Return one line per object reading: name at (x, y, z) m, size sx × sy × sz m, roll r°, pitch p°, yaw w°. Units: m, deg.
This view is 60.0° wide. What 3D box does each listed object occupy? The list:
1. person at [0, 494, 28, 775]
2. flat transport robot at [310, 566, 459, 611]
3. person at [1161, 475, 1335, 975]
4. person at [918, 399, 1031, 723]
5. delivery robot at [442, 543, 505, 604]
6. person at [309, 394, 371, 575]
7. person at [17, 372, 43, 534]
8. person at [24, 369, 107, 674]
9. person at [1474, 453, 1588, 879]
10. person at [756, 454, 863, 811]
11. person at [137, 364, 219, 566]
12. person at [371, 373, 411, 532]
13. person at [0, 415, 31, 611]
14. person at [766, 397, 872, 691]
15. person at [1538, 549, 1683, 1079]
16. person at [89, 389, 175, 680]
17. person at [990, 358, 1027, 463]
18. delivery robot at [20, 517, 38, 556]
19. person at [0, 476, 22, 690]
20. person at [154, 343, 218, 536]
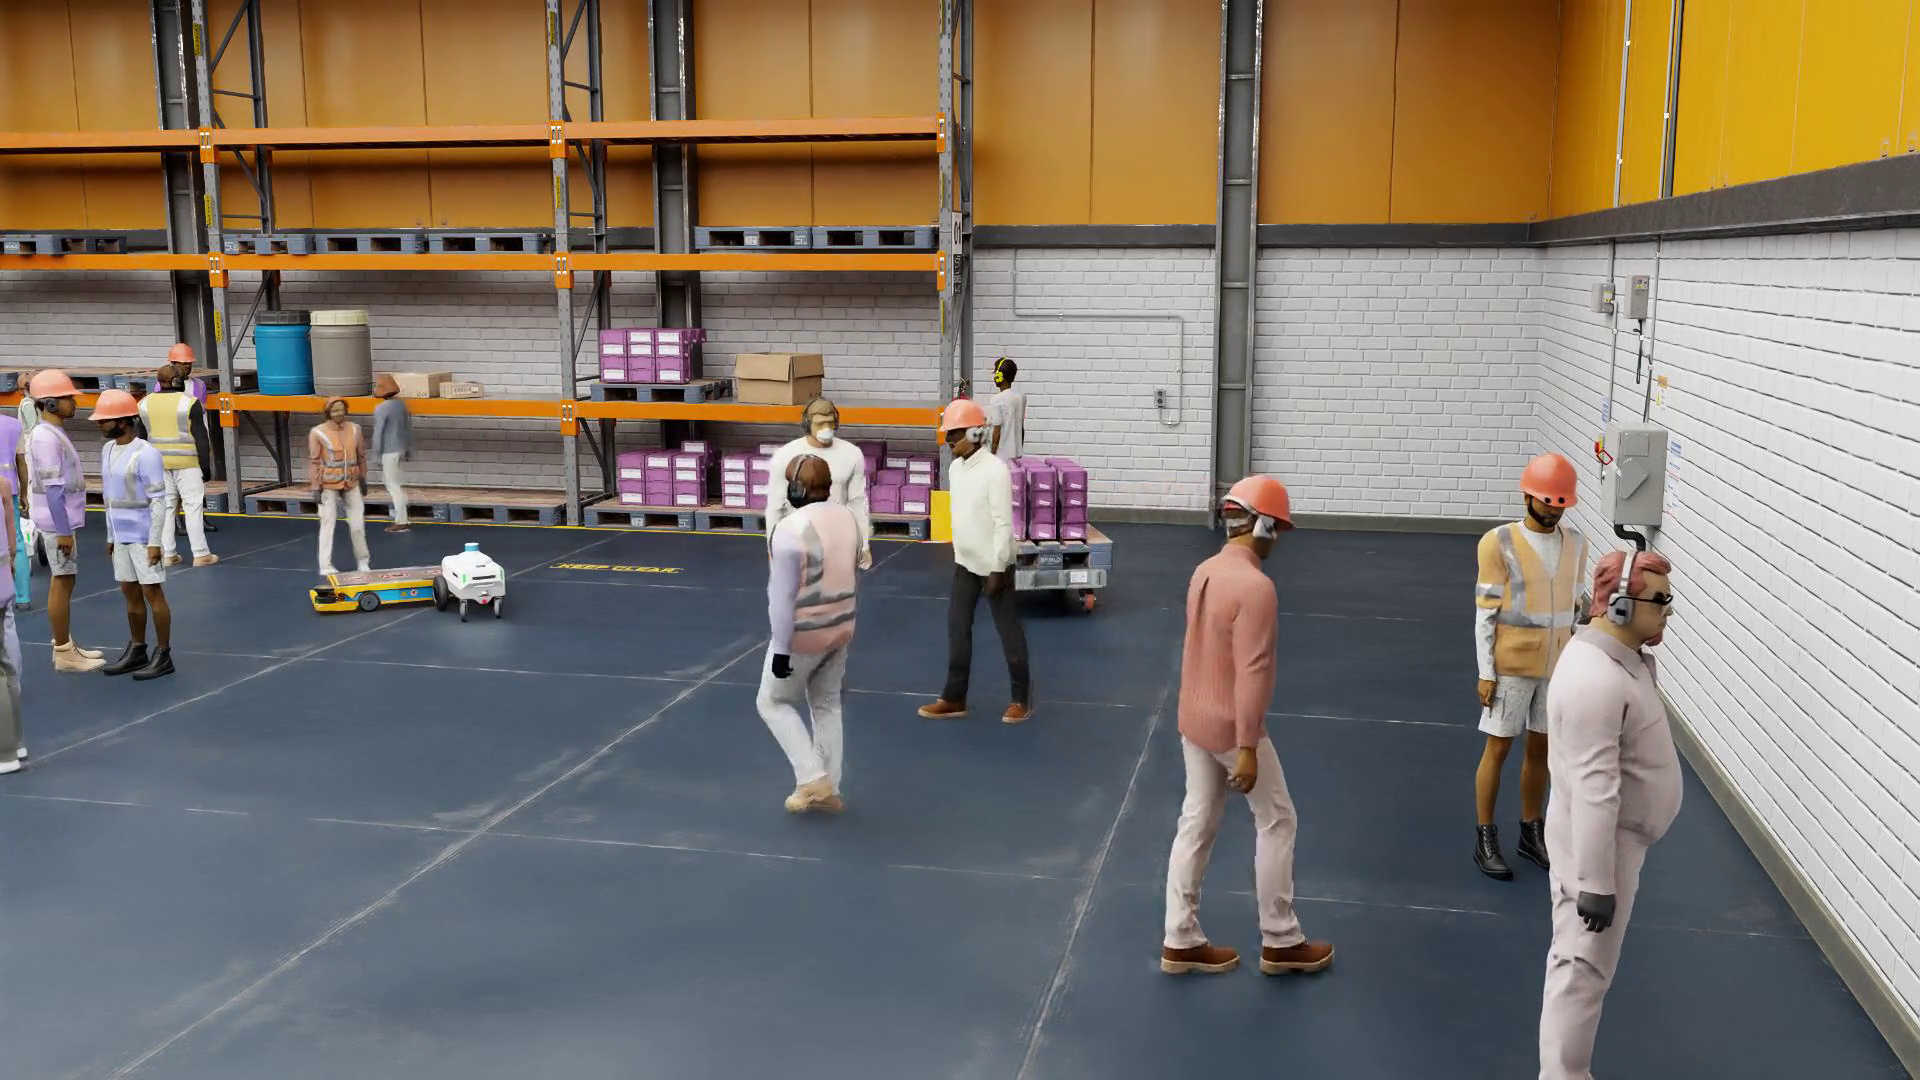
person at (-5.310, 0.321, 8.944) m, size 0.381 × 1.924 × 0.594 m, roll -3°, pitch 10°, yaw -17°
flat transport robot at (-4.507, 0.373, 13.529) m, size 1.431 × 0.197 × 0.652 m, roll -4°, pitch 11°, yaw -25°
person at (1.140, 0.730, 6.473) m, size 0.815 × 1.938 × 0.693 m, roll -3°, pitch 10°, yaw -17°
person at (0.128, 0.137, 10.003) m, size 0.679 × 1.958 × 0.638 m, roll -7°, pitch 12°, yaw -34°
delivery robot at (-3.817, 0.267, 13.038) m, size 0.477 × 0.478 × 0.707 m, roll -5°, pitch 11°, yaw -29°
person at (-5.457, -0.474, 14.583) m, size 0.400 × 1.615 × 0.536 m, roll 7°, pitch 12°, yaw 38°
person at (-9.400, -0.882, 16.921) m, size 0.307 × 1.639 × 0.514 m, roll -6°, pitch 11°, yaw -31°
person at (-6.052, -0.126, 11.233) m, size 0.365 × 2.048 × 0.605 m, roll -5°, pitch 11°, yaw -28°
person at (2.585, 0.565, 7.495) m, size 0.543 × 1.928 × 0.373 m, roll -3°, pitch 10°, yaw -15°
person at (-0.745, 0.480, 8.302) m, size 0.456 × 1.825 × 0.649 m, roll 6°, pitch 12°, yaw 34°
person at (-7.089, -0.671, 15.086) m, size 0.619 × 1.839 × 0.430 m, roll 1°, pitch 10°, yaw 3°
person at (-5.816, -0.886, 16.948) m, size 0.402 × 1.619 × 0.512 m, roll 2°, pitch 10°, yaw 11°
person at (-7.560, -0.322, 12.982) m, size 0.389 × 1.847 × 0.563 m, roll 8°, pitch 12°, yaw 39°
person at (-0.907, 0.030, 10.692) m, size 0.670 × 1.918 × 0.434 m, roll -5°, pitch 11°, yaw -28°
person at (2.022, 0.966, 5.187) m, size 0.403 × 1.904 × 0.652 m, roll 4°, pitch 10°, yaw 23°
person at (-5.490, -0.034, 11.022) m, size 0.547 × 1.934 × 0.375 m, roll 6°, pitch 11°, yaw 31°
person at (0.414, -0.761, 15.519) m, size 0.328 × 1.872 × 0.513 m, roll 7°, pitch 12°, yaw 36°
delivery robot at (-8.422, -0.029, 14.795) m, size 0.477 × 0.478 × 0.707 m, roll -4°, pitch 11°, yaw -25°
person at (-6.150, 0.158, 10.374) m, size 0.305 × 1.772 × 0.525 m, roll 6°, pitch 11°, yaw 33°
person at (-7.814, -1.014, 16.818) m, size 0.359 × 1.938 × 0.545 m, roll 5°, pitch 11°, yaw 29°
